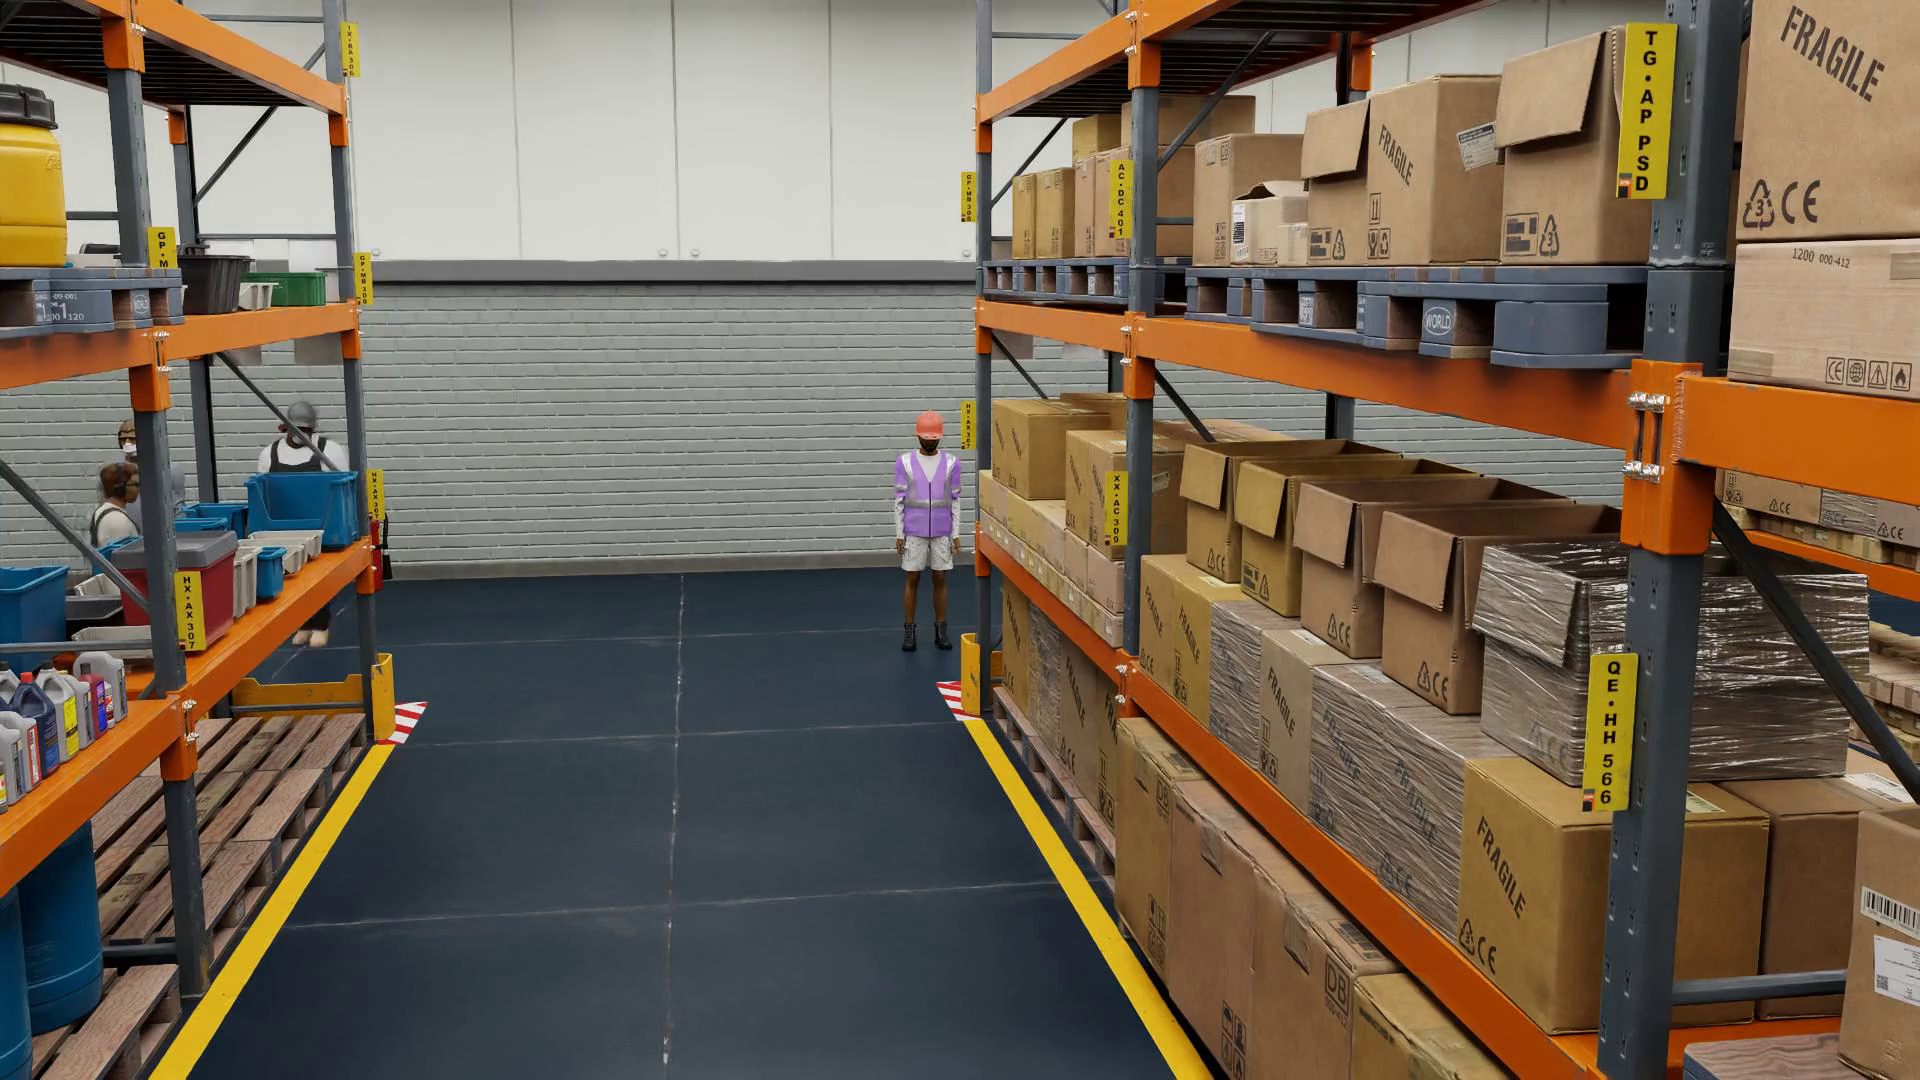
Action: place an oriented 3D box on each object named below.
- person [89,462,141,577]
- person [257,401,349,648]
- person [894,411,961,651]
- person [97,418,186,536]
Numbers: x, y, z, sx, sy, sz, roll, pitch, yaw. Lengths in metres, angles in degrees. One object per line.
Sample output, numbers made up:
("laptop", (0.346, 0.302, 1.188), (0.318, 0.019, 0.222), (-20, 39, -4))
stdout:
("person", (-5.526, 0.394, 10.936), (0.914, 1.822, 0.539), (-8, 12, -42))
("person", (-5.300, -0.137, 13.340), (0.723, 2.000, 0.641), (0, 9, 0))
("person", (-0.252, -0.072, 13.282), (0.542, 1.931, 0.366), (-1, 9, -9))
("person", (-6.116, 0.057, 12.459), (0.629, 1.940, 0.373), (-1, 9, -9))
